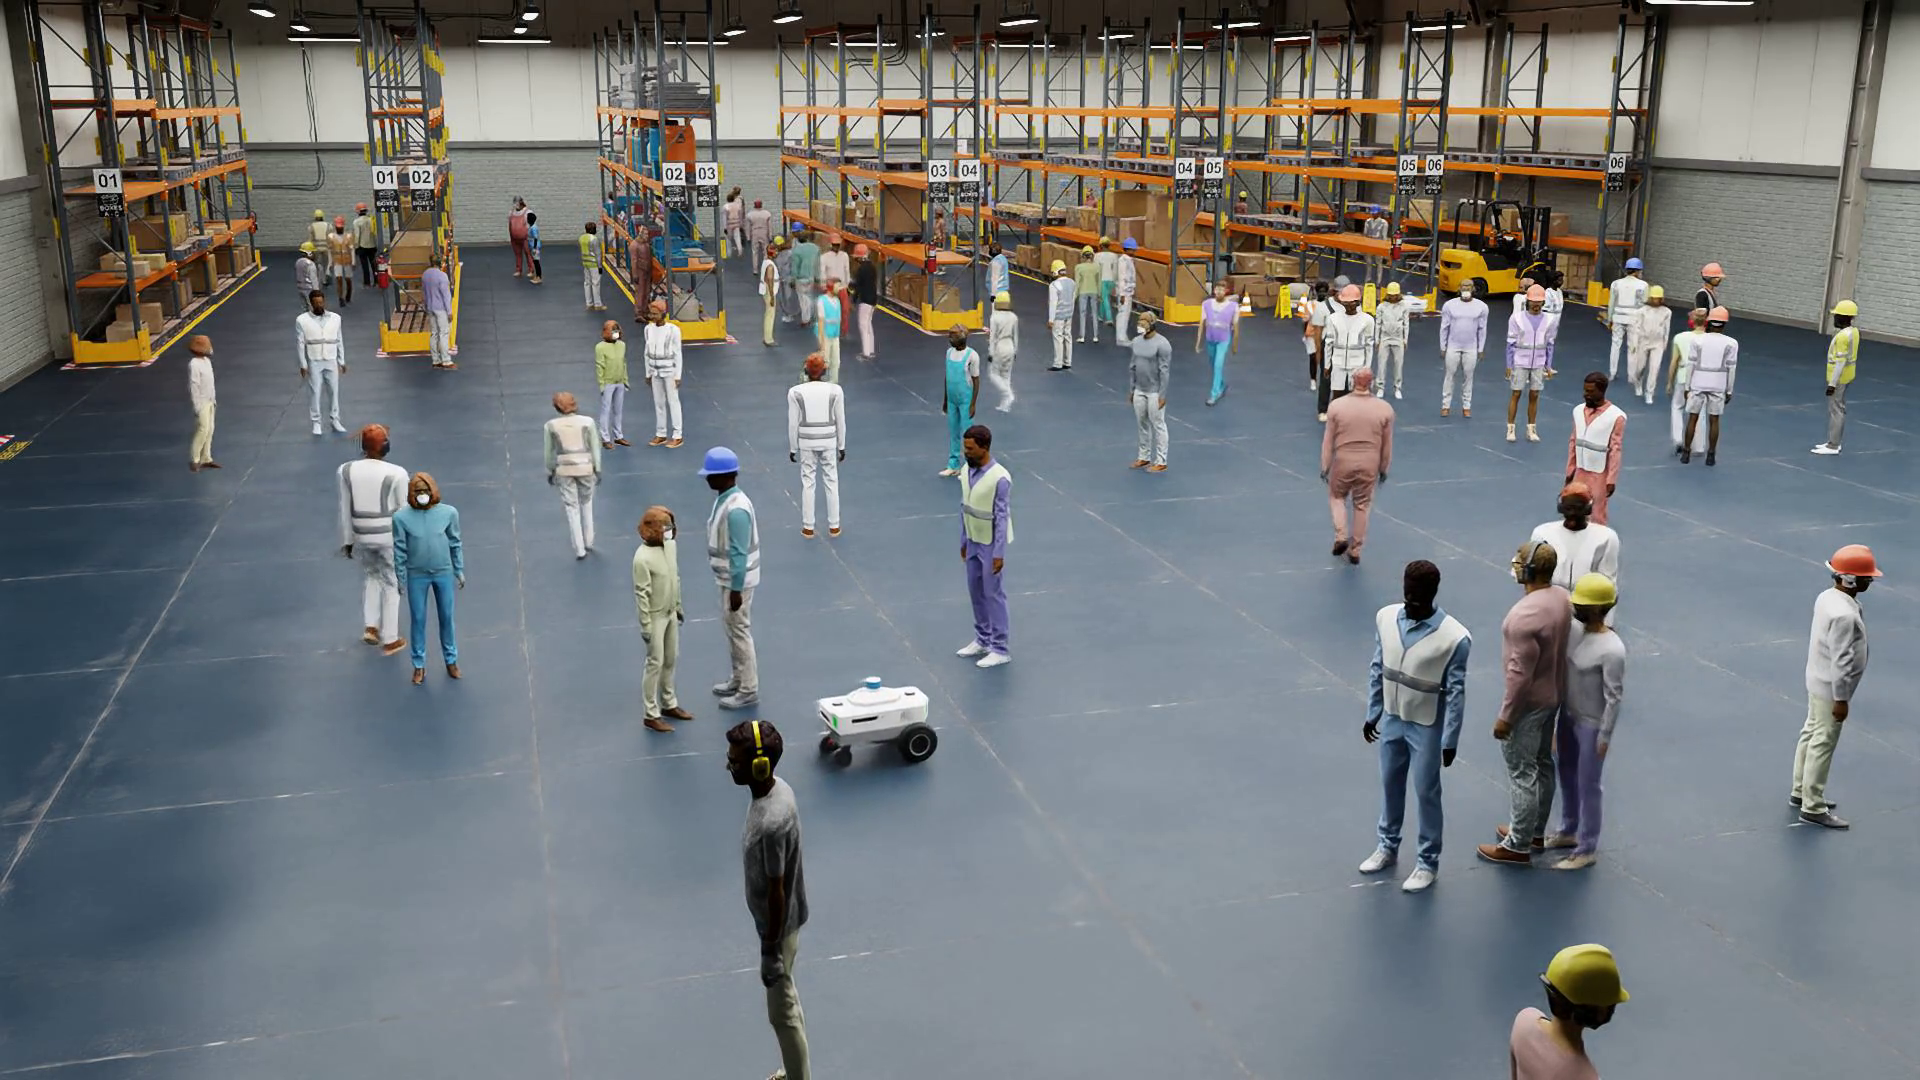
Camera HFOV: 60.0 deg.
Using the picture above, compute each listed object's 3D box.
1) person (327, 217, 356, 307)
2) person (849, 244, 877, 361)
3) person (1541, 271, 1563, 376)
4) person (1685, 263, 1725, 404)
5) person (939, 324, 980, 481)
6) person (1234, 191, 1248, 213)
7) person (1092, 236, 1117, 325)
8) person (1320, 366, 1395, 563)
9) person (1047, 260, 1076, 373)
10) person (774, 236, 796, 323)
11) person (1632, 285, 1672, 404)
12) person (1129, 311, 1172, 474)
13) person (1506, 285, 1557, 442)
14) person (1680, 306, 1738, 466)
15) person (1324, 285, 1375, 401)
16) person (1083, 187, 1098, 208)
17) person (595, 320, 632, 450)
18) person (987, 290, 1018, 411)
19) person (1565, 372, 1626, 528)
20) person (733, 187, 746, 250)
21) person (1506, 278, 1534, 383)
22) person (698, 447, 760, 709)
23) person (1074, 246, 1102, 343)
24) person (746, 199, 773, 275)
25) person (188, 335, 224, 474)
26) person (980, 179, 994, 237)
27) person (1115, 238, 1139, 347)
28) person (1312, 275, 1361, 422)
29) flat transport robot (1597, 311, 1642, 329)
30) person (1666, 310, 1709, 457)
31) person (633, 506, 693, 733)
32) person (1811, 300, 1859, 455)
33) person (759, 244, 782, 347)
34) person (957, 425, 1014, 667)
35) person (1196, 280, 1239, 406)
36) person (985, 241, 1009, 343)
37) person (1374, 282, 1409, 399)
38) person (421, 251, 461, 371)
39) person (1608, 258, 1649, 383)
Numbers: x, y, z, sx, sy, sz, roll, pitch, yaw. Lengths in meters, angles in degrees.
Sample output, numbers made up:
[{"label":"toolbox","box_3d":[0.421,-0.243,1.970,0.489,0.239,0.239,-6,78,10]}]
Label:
[{"label":"person","box_3d":[-13.262,-5.982,35.695,0.562,1.917,0.696,-5,16,-19]},{"label":"person","box_3d":[-1.623,-4.055,28.328,0.435,1.972,0.647,2,15,8]},{"label":"person","box_3d":[9.472,-3.477,26.696,0.537,1.692,0.319,-14,20,-43]},{"label":"person","box_3d":[10.848,-3.004,24.232,0.380,2.045,0.605,8,17,29]},{"label":"person","box_3d":[0.000,-1.605,19.364,0.505,1.839,0.344,14,20,42]},{"label":"person","box_3d":[8.067,-9.089,47.666,0.327,1.767,0.533,-10,18,-33]},{"label":"person","box_3d":[2.847,-5.109,32.784,0.530,1.717,0.904,-8,17,-28]},{"label":"person","box_3d":[3.791,-0.724,15.940,0.677,1.890,0.433,2,15,6]},{"label":"person","box_3d":[1.622,-3.627,27.006,0.404,1.822,0.590,14,20,42]},{"label":"person","box_3d":[-3.528,-5.178,33.047,0.503,1.701,0.755,2,15,6]},{"label":"person","box_3d":[10.149,-2.895,24.460,0.491,1.716,0.678,4,15,16]},{"label":"person","box_3d":[2.254,-1.760,19.786,0.383,1.930,0.626,-11,18,-34]},{"label":"person","box_3d":[7.362,-2.274,21.491,0.608,2.044,0.370,1,15,2]},{"label":"person","box_3d":[9.097,-1.867,20.194,0.550,1.923,0.392,7,16,25]},{"label":"person","box_3d":[4.998,-2.264,21.452,0.615,2.042,0.376,6,16,22]},{"label":"person","box_3d":[3.657,-9.113,47.488,0.642,1.909,0.408,10,18,33]},{"label":"person","box_3d":[-4.412,-1.980,21.165,0.278,1.634,0.498,10,18,34]},{"label":"person","box_3d":[0.628,-2.659,23.534,0.503,1.725,0.439,-13,19,-39]},{"label":"person","box_3d":[5.930,-0.618,15.577,0.401,1.882,0.597,-7,16,-24]},{"label":"person","box_3d":[-6.491,-9.448,48.885,0.343,1.839,0.506,4,15,16]},{"label":"person","box_3d":[8.801,-3.283,26.065,0.311,1.636,0.523,-4,15,-13]},{"label":"person","box_3d":[-1.668,0.269,12.130,0.422,1.934,0.621,-5,16,-17]},{"label":"person","box_3d":[2.329,-4.475,30.320,0.524,1.760,0.327,-2,15,-6]},{"label":"person","box_3d":[-5.049,-7.621,41.880,0.666,1.904,0.401,-1,15,-5]},{"label":"person","box_3d":[-9.086,-1.630,19.886,0.401,1.617,0.585,-2,15,-7]},{"label":"person","box_3d":[0.897,-10.666,53.272,0.542,1.937,0.360,-1,15,-4]},{"label":"person","box_3d":[2.996,-4.452,29.887,0.411,1.938,0.618,5,16,18]},{"label":"person","box_3d":[5.200,-2.632,22.843,0.685,2.000,0.535,-3,15,-12]},{"label":"flat transport robot","box_3d":[12.922,-4.302,32.516,0.652,0.197,1.431,3,15,11]},{"label":"person","box_3d":[9.113,-1.938,20.667,0.595,1.819,0.435,2,15,9]},{"label":"person","box_3d":[-2.103,0.545,11.687,0.287,1.623,0.507,5,16,19]},{"label":"person","box_3d":[10.969,-2.028,20.780,0.363,1.930,0.587,11,18,35]},{"label":"person","box_3d":[-3.418,-4.399,29.892,0.388,1.836,0.571,-2,15,-9]},{"label":"person","box_3d":[0.205,0.027,13.097,0.384,1.908,0.600,-9,17,-31]},{"label":"person","box_3d":[3.813,-2.913,24.353,0.562,1.812,0.941,10,18,33]},{"label":"person","box_3d":[0.677,-4.515,30.341,0.432,1.837,0.631,4,15,15]},{"label":"person","box_3d":[6.394,-2.958,24.665,0.491,1.733,0.317,2,15,8]},{"label":"person","box_3d":[-8.516,-3.747,27.232,0.636,1.939,0.365,11,19,36]},{"label":"person","box_3d":[10.468,-3.438,26.069,0.602,1.939,0.401,11,19,36]}]
